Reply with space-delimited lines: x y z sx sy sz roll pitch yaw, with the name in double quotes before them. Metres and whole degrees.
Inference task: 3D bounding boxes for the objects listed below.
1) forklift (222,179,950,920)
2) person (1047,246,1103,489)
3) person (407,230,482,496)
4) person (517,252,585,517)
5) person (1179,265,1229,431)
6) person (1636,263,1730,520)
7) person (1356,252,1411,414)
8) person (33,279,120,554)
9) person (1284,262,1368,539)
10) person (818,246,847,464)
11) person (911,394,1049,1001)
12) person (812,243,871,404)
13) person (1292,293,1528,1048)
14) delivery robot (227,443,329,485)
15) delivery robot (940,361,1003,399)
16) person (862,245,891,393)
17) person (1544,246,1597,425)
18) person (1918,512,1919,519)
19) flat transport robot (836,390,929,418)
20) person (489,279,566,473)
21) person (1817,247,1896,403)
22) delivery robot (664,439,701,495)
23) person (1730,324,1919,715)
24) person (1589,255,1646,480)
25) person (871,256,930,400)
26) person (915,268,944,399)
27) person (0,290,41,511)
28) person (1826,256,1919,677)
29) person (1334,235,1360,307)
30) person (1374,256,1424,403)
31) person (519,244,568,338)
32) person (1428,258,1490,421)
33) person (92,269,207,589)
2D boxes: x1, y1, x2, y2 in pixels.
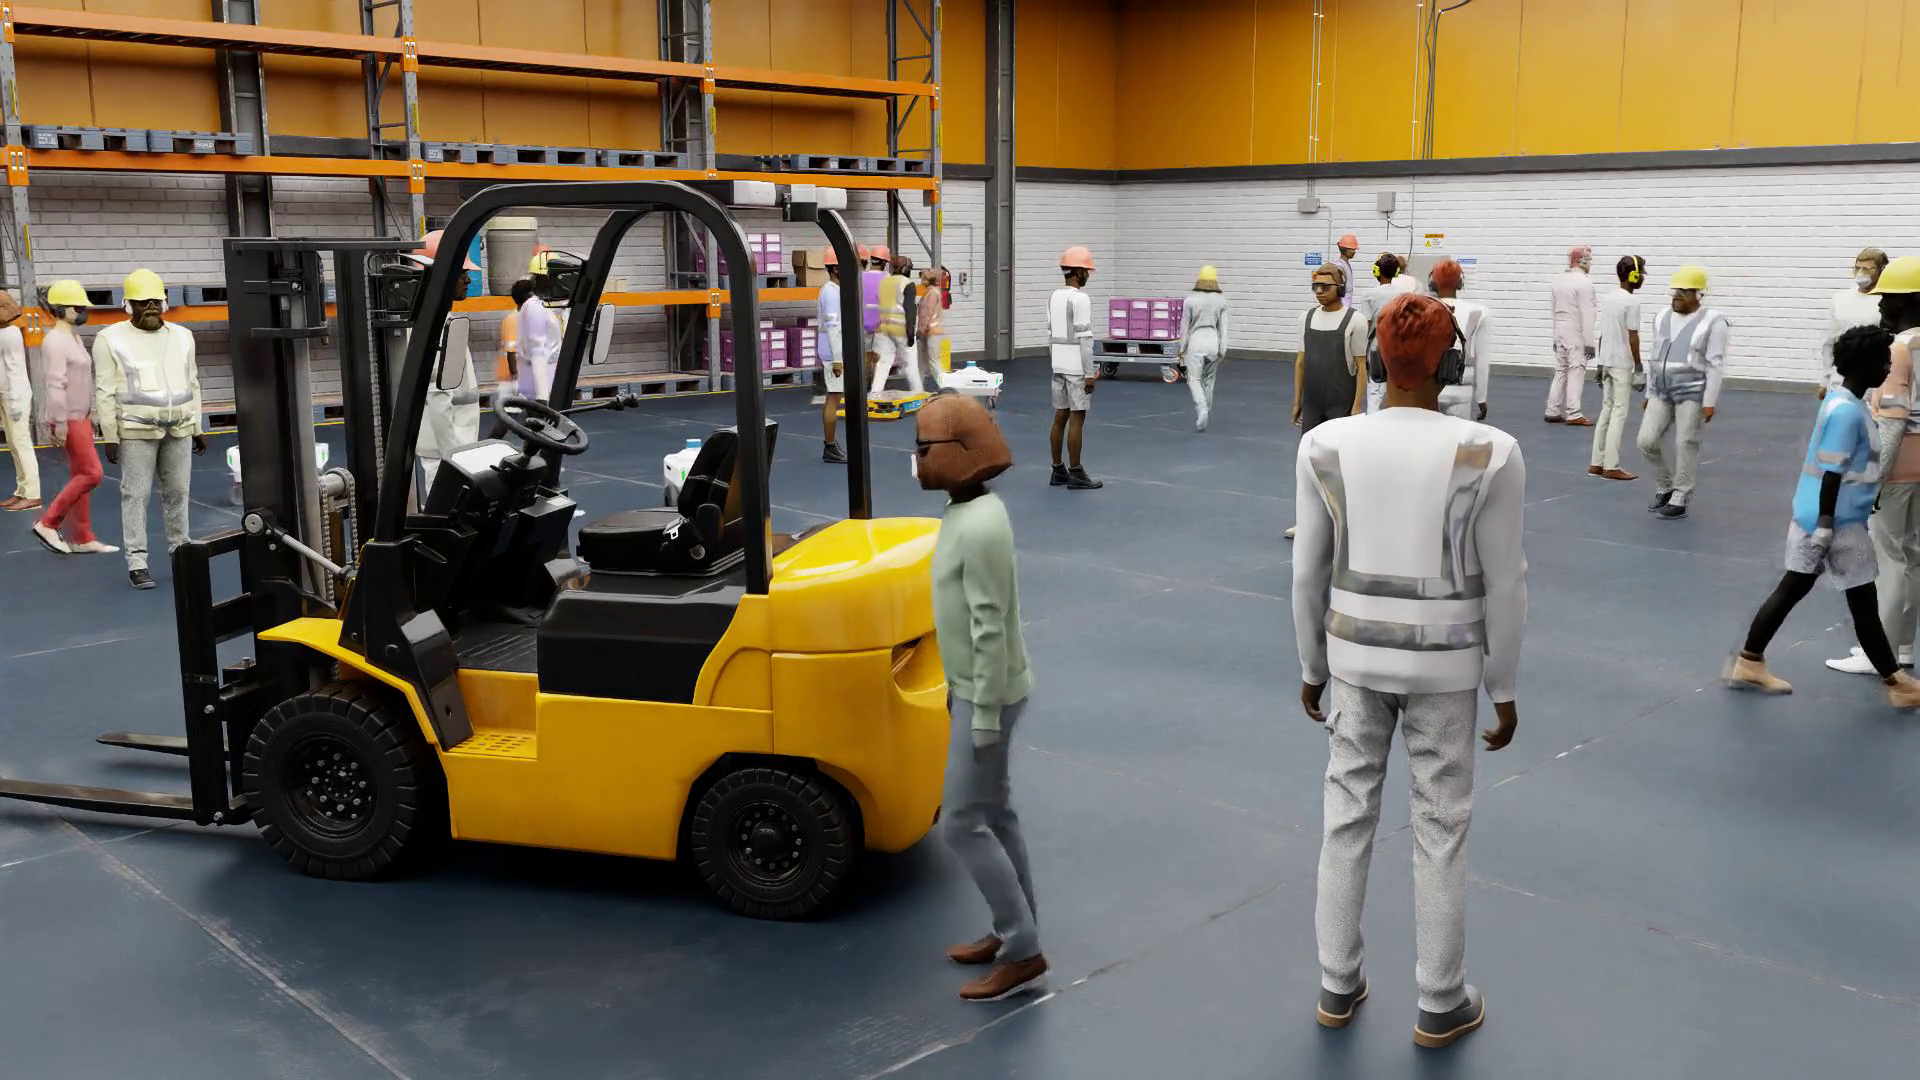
"forklift" -1.114 -0.058 5.440 2.313 2.155 1.214 2 11 13
"person" 0.916 -1.374 13.321 0.356 1.938 0.544 -6 12 -29
"person" -2.456 -0.457 8.029 0.371 2.044 0.608 -3 11 -16
"person" -3.003 -1.085 11.822 0.554 1.904 0.613 -2 11 -13
"person" 2.560 -2.008 17.360 0.487 1.718 0.777 -1 10 -7
"person" 5.118 -1.045 11.829 0.425 1.820 0.617 -6 12 -32
"person" 3.818 -1.655 15.035 0.513 1.872 0.328 -3 11 -14
"person" -5.576 -0.756 10.466 0.382 1.755 0.525 -3 11 -16
"person" 2.427 -0.897 10.972 0.506 1.845 0.344 9 14 41
"person" -1.088 -1.655 14.845 0.361 1.940 0.543 -1 10 -4
"person" 0.053 0.417 4.457 0.369 1.609 0.505 -1 10 -7
"person" -1.344 -2.584 19.973 0.970 1.924 0.641 -1 10 -6
"person" 1.113 0.332 4.166 0.576 1.883 0.355 6 12 29
"delivery robot" -5.189 -0.609 12.663 0.707 0.478 0.477 -3 11 -17
"delivery robot" 0.134 -1.833 19.337 0.707 0.478 0.477 2 10 10
"person" -1.001 -2.573 19.946 0.553 1.905 0.565 3 11 16
"person" 6.568 -2.169 17.782 0.431 1.907 0.678 -2 11 -11
"person" 6.988 -1.125 11.997 0.378 1.938 0.631 -4 11 -21
"flat transport robot" -0.811 -1.543 18.785 0.652 0.197 1.431 4 11 22
"person" -3.734 -1.356 13.969 0.599 1.676 0.567 1 10 6
"person" 6.431 -1.111 11.879 0.371 1.940 0.627 -6 12 -29
"delivery robot" -1.909 -0.481 11.968 0.477 0.478 0.707 -4 11 -20
"person" 3.813 -0.097 7.124 0.887 1.641 0.542 5 11 24
"person" 5.492 -1.428 13.836 0.334 1.861 0.533 -2 11 -9
"person" -0.741 -2.443 19.600 0.650 1.787 0.881 9 13 39
"person" -0.373 -2.526 20.476 0.549 1.615 0.532 -3 11 -16
"person" -7.014 -1.027 12.281 0.287 1.631 0.494 -8 13 -37
"person" 4.291 -0.331 7.655 0.594 1.925 0.369 -10 14 -42
"person" 5.571 -3.399 24.124 0.422 2.032 0.611 4 11 22
"person" 5.202 -2.481 19.791 0.675 1.789 0.943 0 10 -2
"person" -4.547 -2.267 18.218 0.542 1.927 0.380 -4 11 -19
"person" 3.311 -0.987 11.392 0.592 1.867 0.555 3 11 16
"person" -4.650 -0.642 9.611 0.404 1.829 0.600 8 13 38
